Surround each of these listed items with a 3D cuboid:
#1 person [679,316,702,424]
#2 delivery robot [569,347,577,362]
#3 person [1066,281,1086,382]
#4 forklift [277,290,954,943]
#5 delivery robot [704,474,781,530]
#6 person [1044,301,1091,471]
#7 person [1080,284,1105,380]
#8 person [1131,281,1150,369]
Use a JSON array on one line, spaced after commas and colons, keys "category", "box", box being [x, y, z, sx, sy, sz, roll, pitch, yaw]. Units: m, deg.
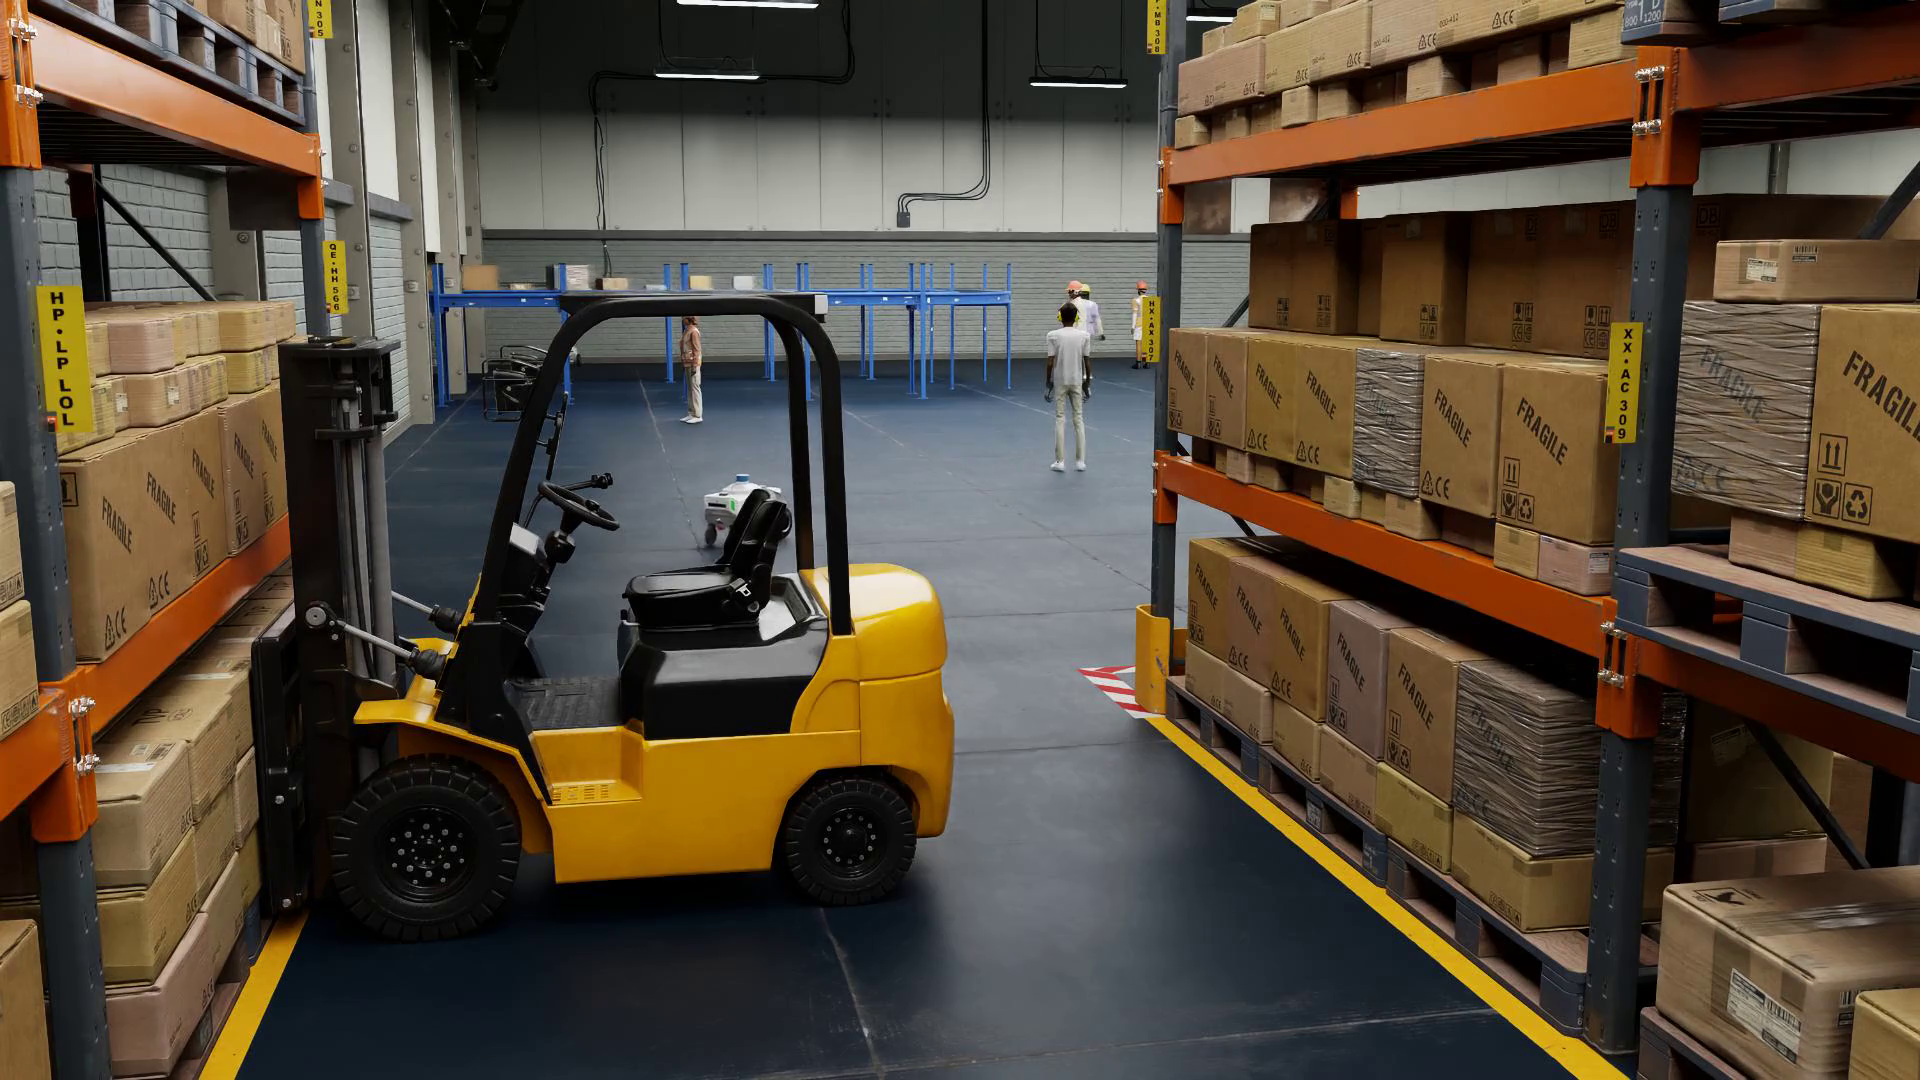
[{"category": "person", "box": [-3.895, -2.514, 24.089, 0.306, 1.640, 0.523, -4, 10, -24]}, {"category": "delivery robot", "box": [-9.018, -4.319, 38.233, 0.477, 0.478, 0.707, -3, 10, -19]}, {"category": "person", "box": [2.158, -3.836, 31.064, 0.382, 1.993, 0.622, -1, 9, -6]}, {"category": "forklift", "box": [-1.179, 0.175, 6.143, 2.313, 2.155, 1.214, -2, 10, -12]}, {"category": "delivery robot", "box": [-1.792, -0.302, 13.748, 0.477, 0.478, 0.707, 5, 11, 30]}, {"category": "person", "box": [1.197, -1.707, 18.477, 0.530, 1.869, 0.311, -1, 9, -6]}, {"category": "person", "box": [2.571, -4.186, 33.491, 0.689, 1.900, 0.541, 8, 12, 41]}, {"category": "person", "box": [4.037, -4.778, 36.991, 0.552, 1.934, 0.363, -4, 10, -25]}]
